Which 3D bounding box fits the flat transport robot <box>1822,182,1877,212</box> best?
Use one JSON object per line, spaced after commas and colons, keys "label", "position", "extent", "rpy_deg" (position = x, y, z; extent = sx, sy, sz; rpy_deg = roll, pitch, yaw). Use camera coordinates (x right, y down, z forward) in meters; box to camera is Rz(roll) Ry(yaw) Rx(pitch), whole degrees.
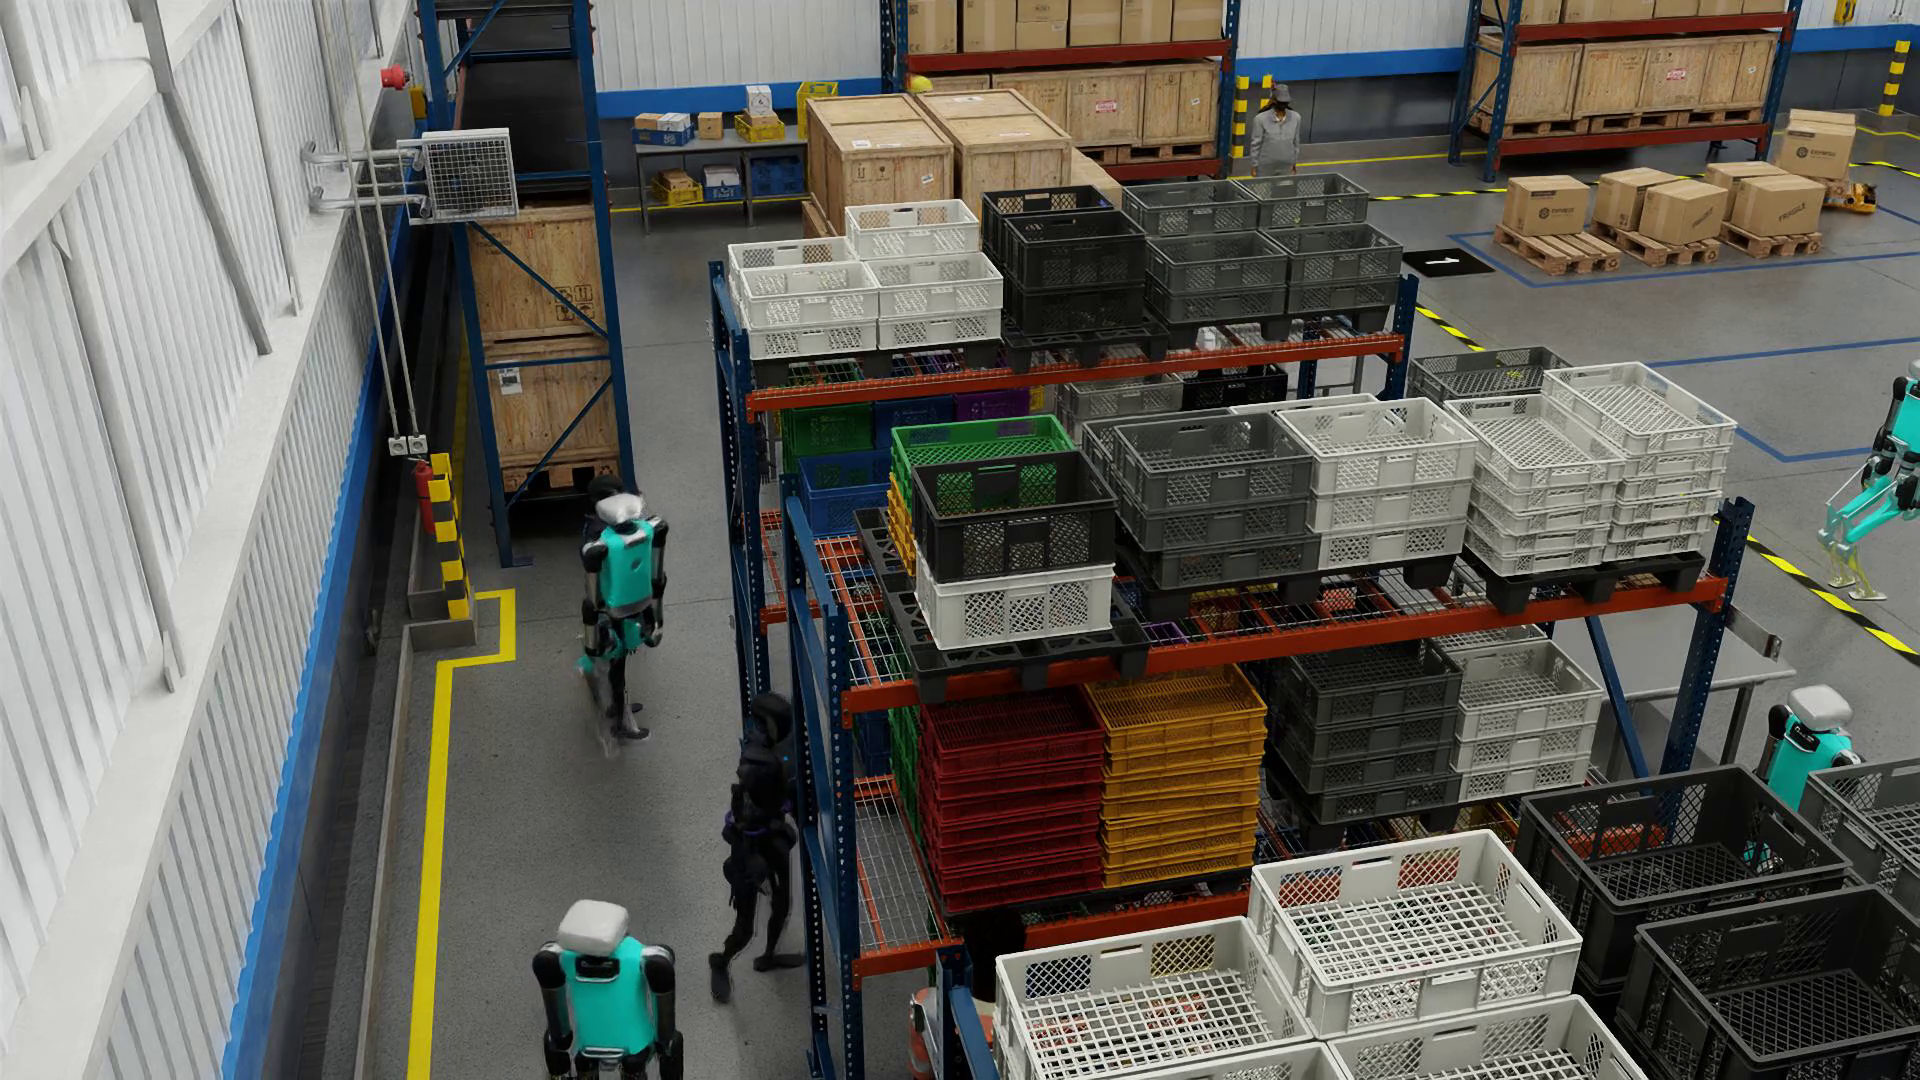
{"label": "flat transport robot", "position": [10.208, -4.196, 19.978], "extent": [1.431, 0.197, 0.652], "rpy_deg": [12, 30, 21]}

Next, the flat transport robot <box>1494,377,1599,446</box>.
{"label": "flat transport robot", "position": [4.780, -1.036, 14.013], "extent": [0.659, 0.231, 1.431], "rpy_deg": [-6, 28, -12]}

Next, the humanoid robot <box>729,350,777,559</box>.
{"label": "humanoid robot", "position": [-1.480, -0.688, 11.826], "extent": [0.315, 1.657, 0.599], "rpy_deg": [-6, 28, -12]}

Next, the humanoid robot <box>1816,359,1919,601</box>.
{"label": "humanoid robot", "position": [6.068, -0.382, 11.051], "extent": [0.735, 1.677, 0.533], "rpy_deg": [-6, 28, -12]}

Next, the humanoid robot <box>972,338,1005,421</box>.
{"label": "humanoid robot", "position": [-0.008, -0.640, 11.541], "extent": [0.735, 1.677, 0.533], "rpy_deg": [-6, 28, -12]}

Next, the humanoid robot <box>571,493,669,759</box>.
{"label": "humanoid robot", "position": [-2.025, 0.483, 9.571], "extent": [0.530, 1.784, 0.800], "rpy_deg": [-25, 36, -38]}

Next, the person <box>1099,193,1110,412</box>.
{"label": "person", "position": [1.137, -1.984, 14.010], "extent": [0.391, 1.949, 0.602], "rpy_deg": [0, 28, -1]}

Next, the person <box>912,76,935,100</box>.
{"label": "person", "position": [-0.381, -4.225, 18.430], "extent": [0.634, 1.791, 0.784], "rpy_deg": [-12, 30, -22]}

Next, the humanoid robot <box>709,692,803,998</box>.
{"label": "humanoid robot", "position": [-0.966, 1.413, 7.861], "extent": [0.449, 1.647, 0.613], "rpy_deg": [15, 31, 26]}

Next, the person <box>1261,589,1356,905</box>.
{"label": "person", "position": [1.699, 1.131, 8.001], "extent": [0.385, 2.041, 0.613], "rpy_deg": [-6, 28, -12]}

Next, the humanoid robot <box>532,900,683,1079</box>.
{"label": "humanoid robot", "position": [-1.326, 2.264, 6.204], "extent": [0.556, 1.798, 0.801], "rpy_deg": [3, 28, 5]}

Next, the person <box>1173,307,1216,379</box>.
{"label": "person", "position": [1.703, -1.181, 12.602], "extent": [0.866, 1.833, 0.600], "rpy_deg": [7, 29, 14]}

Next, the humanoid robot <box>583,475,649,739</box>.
{"label": "humanoid robot", "position": [-2.031, 0.371, 9.818], "extent": [0.315, 1.655, 0.599], "rpy_deg": [-6, 28, -12]}

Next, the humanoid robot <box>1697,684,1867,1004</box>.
{"label": "humanoid robot", "position": [3.555, 1.446, 7.583], "extent": [0.735, 1.677, 0.533], "rpy_deg": [-6, 28, -12]}

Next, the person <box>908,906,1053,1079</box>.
{"label": "person", "position": [0.117, 2.161, 6.127], "extent": [0.602, 1.966, 0.367], "rpy_deg": [10, 30, 19]}

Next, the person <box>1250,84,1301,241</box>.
{"label": "person", "position": [3.436, -4.109, 18.232], "extent": [0.572, 1.767, 0.401], "rpy_deg": [-6, 28, -12]}

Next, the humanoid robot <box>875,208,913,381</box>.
{"label": "humanoid robot", "position": [-0.572, -2.100, 14.516], "extent": [0.611, 1.636, 0.423], "rpy_deg": [17, 32, 29]}
